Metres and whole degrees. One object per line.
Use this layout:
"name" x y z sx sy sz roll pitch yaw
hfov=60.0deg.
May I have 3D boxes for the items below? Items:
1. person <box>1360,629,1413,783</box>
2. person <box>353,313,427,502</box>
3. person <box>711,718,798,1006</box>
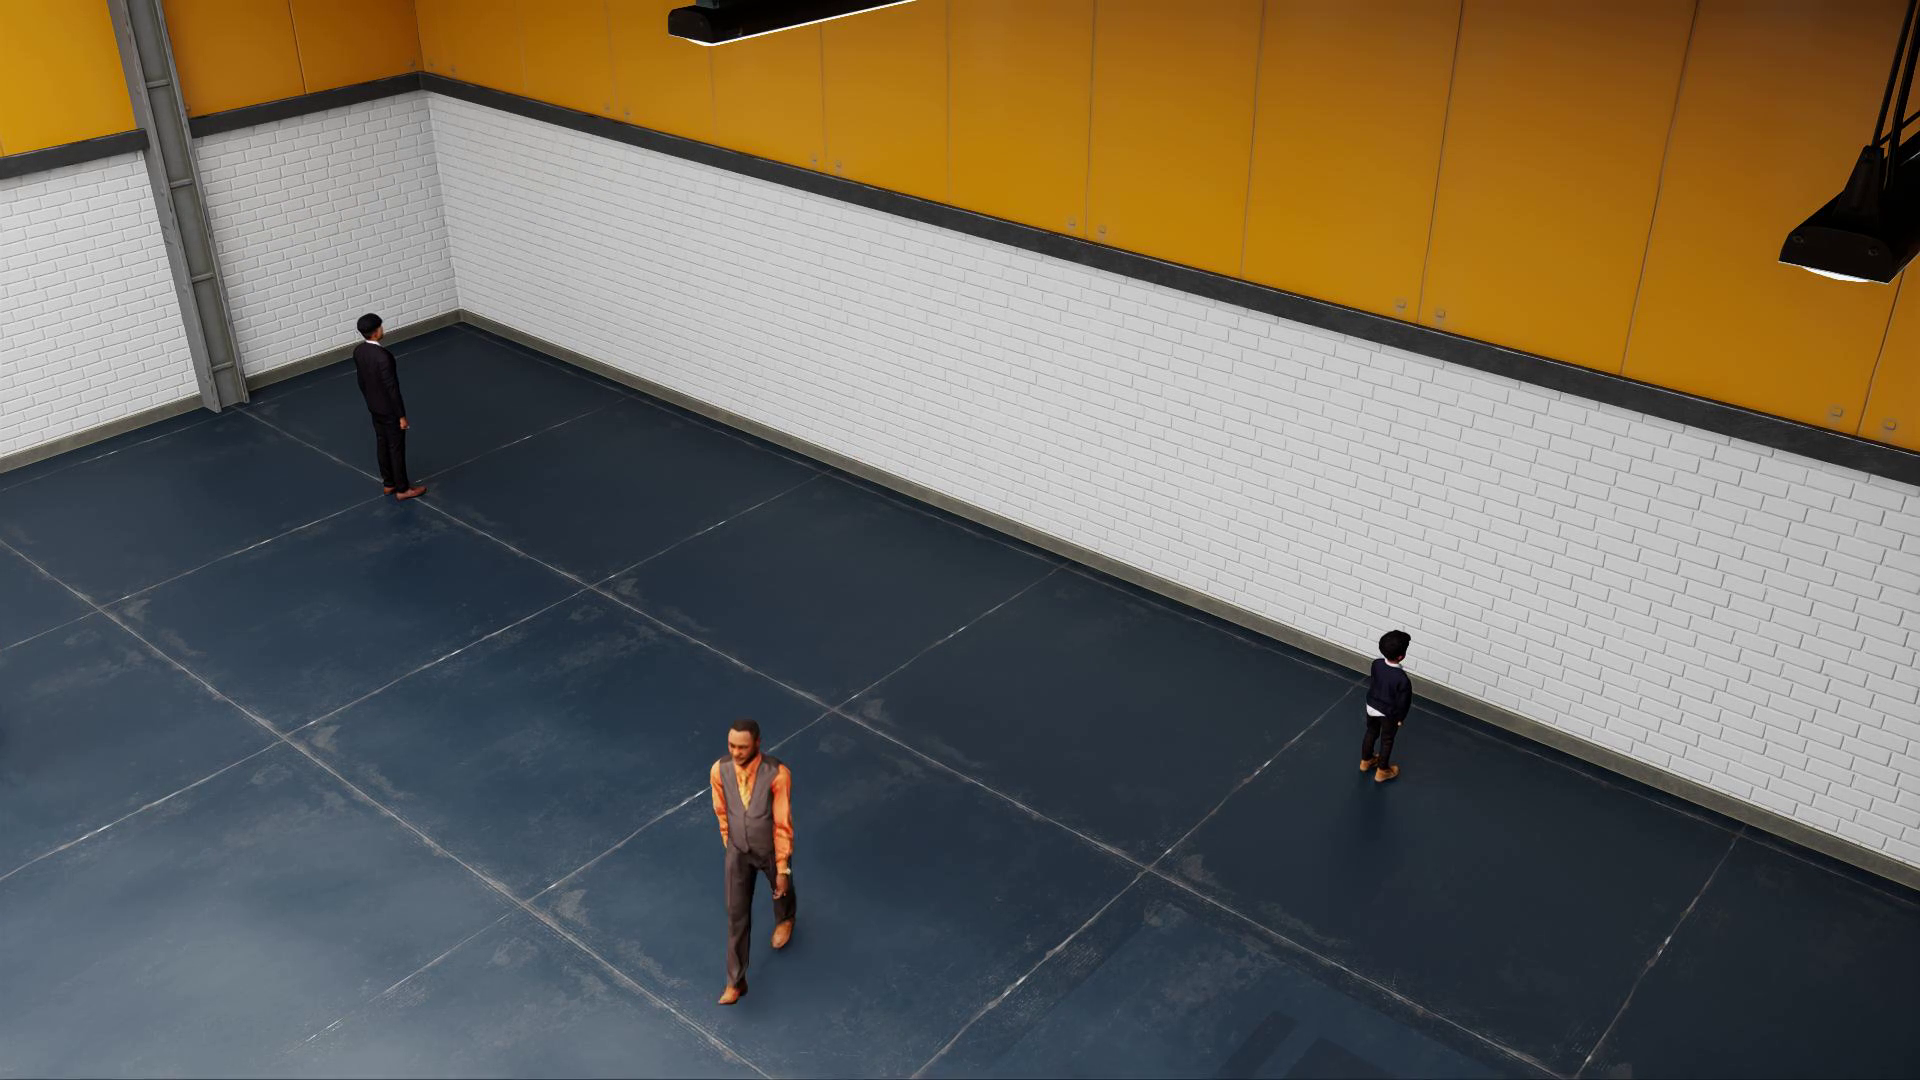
"person" 3.101 1.196 12.134 0.540 1.223 0.542 -19 34 -31
"person" -5.538 -1.283 15.988 0.701 1.884 0.553 20 34 32
"person" -1.196 1.856 10.261 1.098 1.858 1.335 5 29 9
